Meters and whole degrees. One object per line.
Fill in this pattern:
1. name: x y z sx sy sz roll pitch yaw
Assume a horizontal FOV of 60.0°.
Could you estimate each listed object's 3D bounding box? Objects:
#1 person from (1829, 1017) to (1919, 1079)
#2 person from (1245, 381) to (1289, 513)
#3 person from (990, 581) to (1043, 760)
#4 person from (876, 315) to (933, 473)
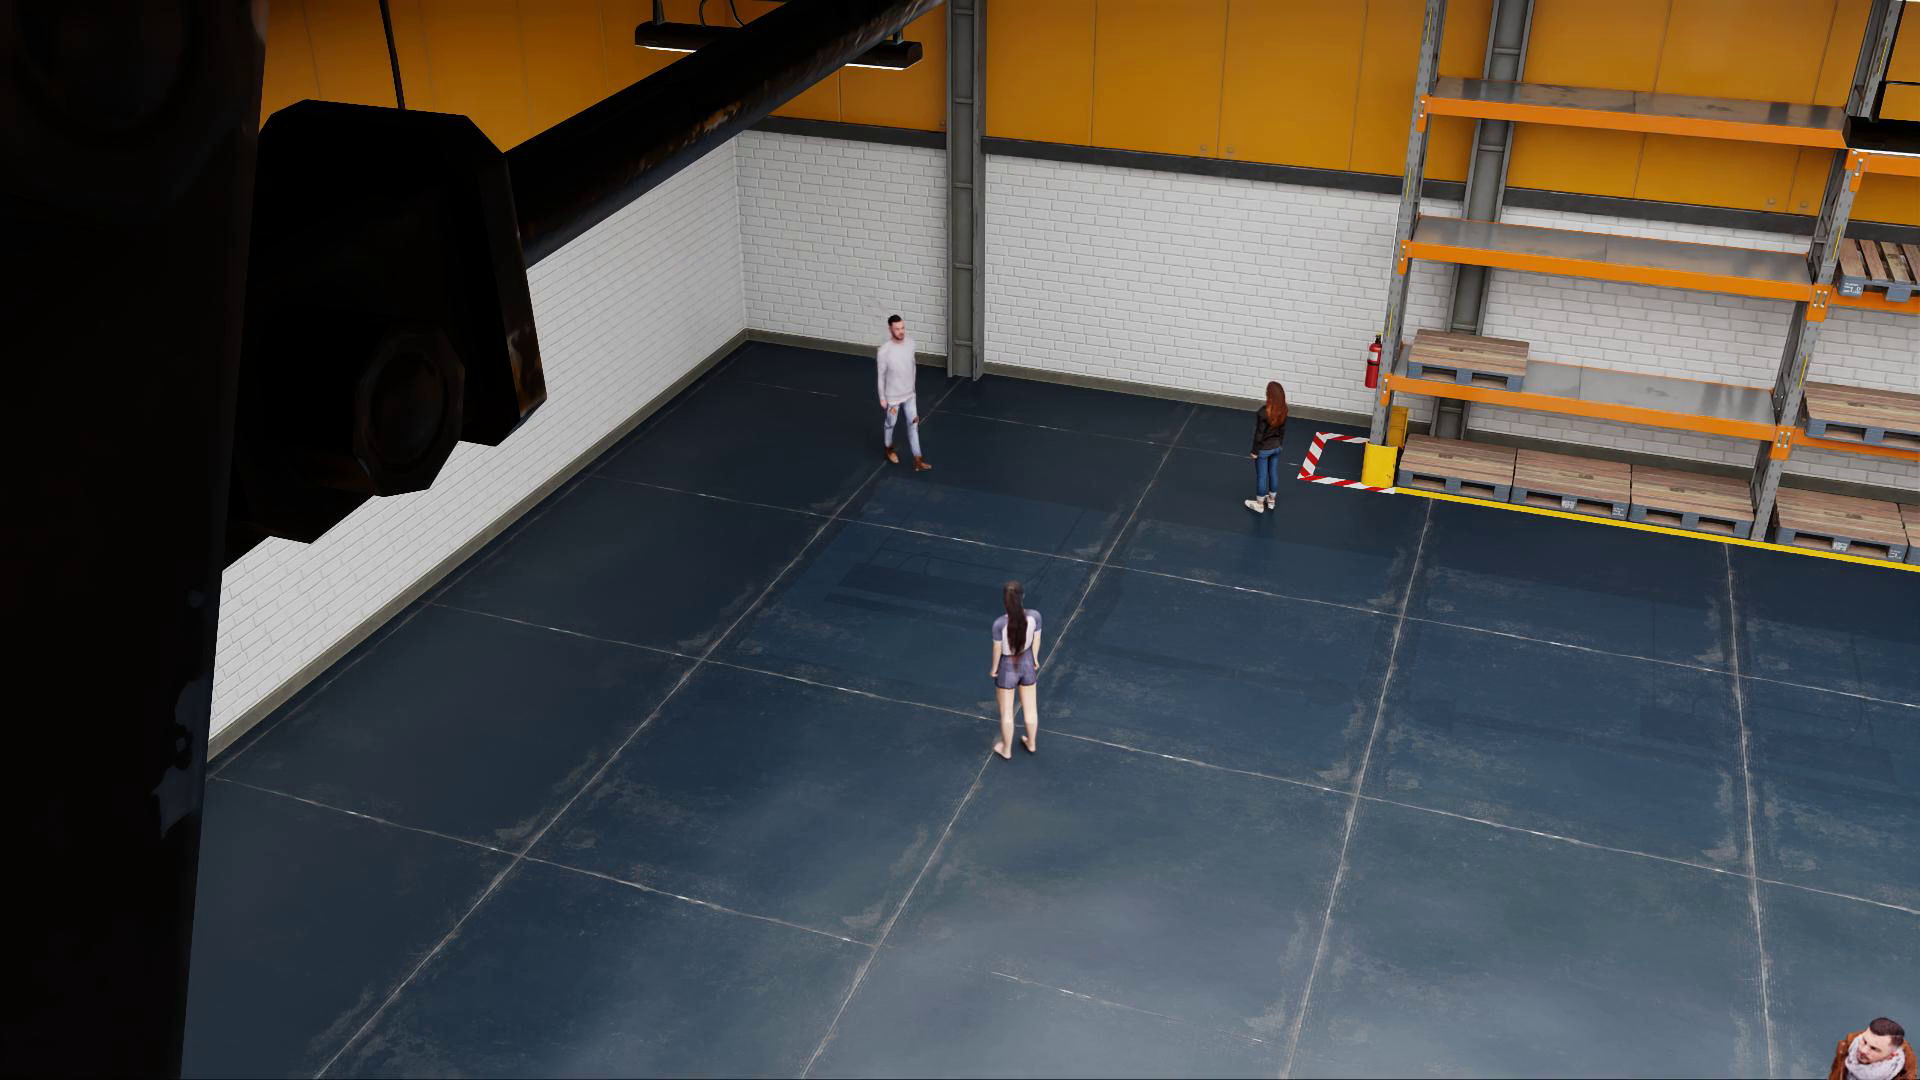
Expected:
1. person: 5.061 3.374 9.344 1.165 1.817 1.067 -9 30 -16
2. person: 3.288 -1.003 17.718 0.651 1.483 0.686 -16 32 -27
3. person: 0.470 1.073 13.738 0.652 1.650 0.725 -11 30 -19
4. person: -0.739 -1.673 18.617 1.109 1.799 1.216 -17 33 -28
